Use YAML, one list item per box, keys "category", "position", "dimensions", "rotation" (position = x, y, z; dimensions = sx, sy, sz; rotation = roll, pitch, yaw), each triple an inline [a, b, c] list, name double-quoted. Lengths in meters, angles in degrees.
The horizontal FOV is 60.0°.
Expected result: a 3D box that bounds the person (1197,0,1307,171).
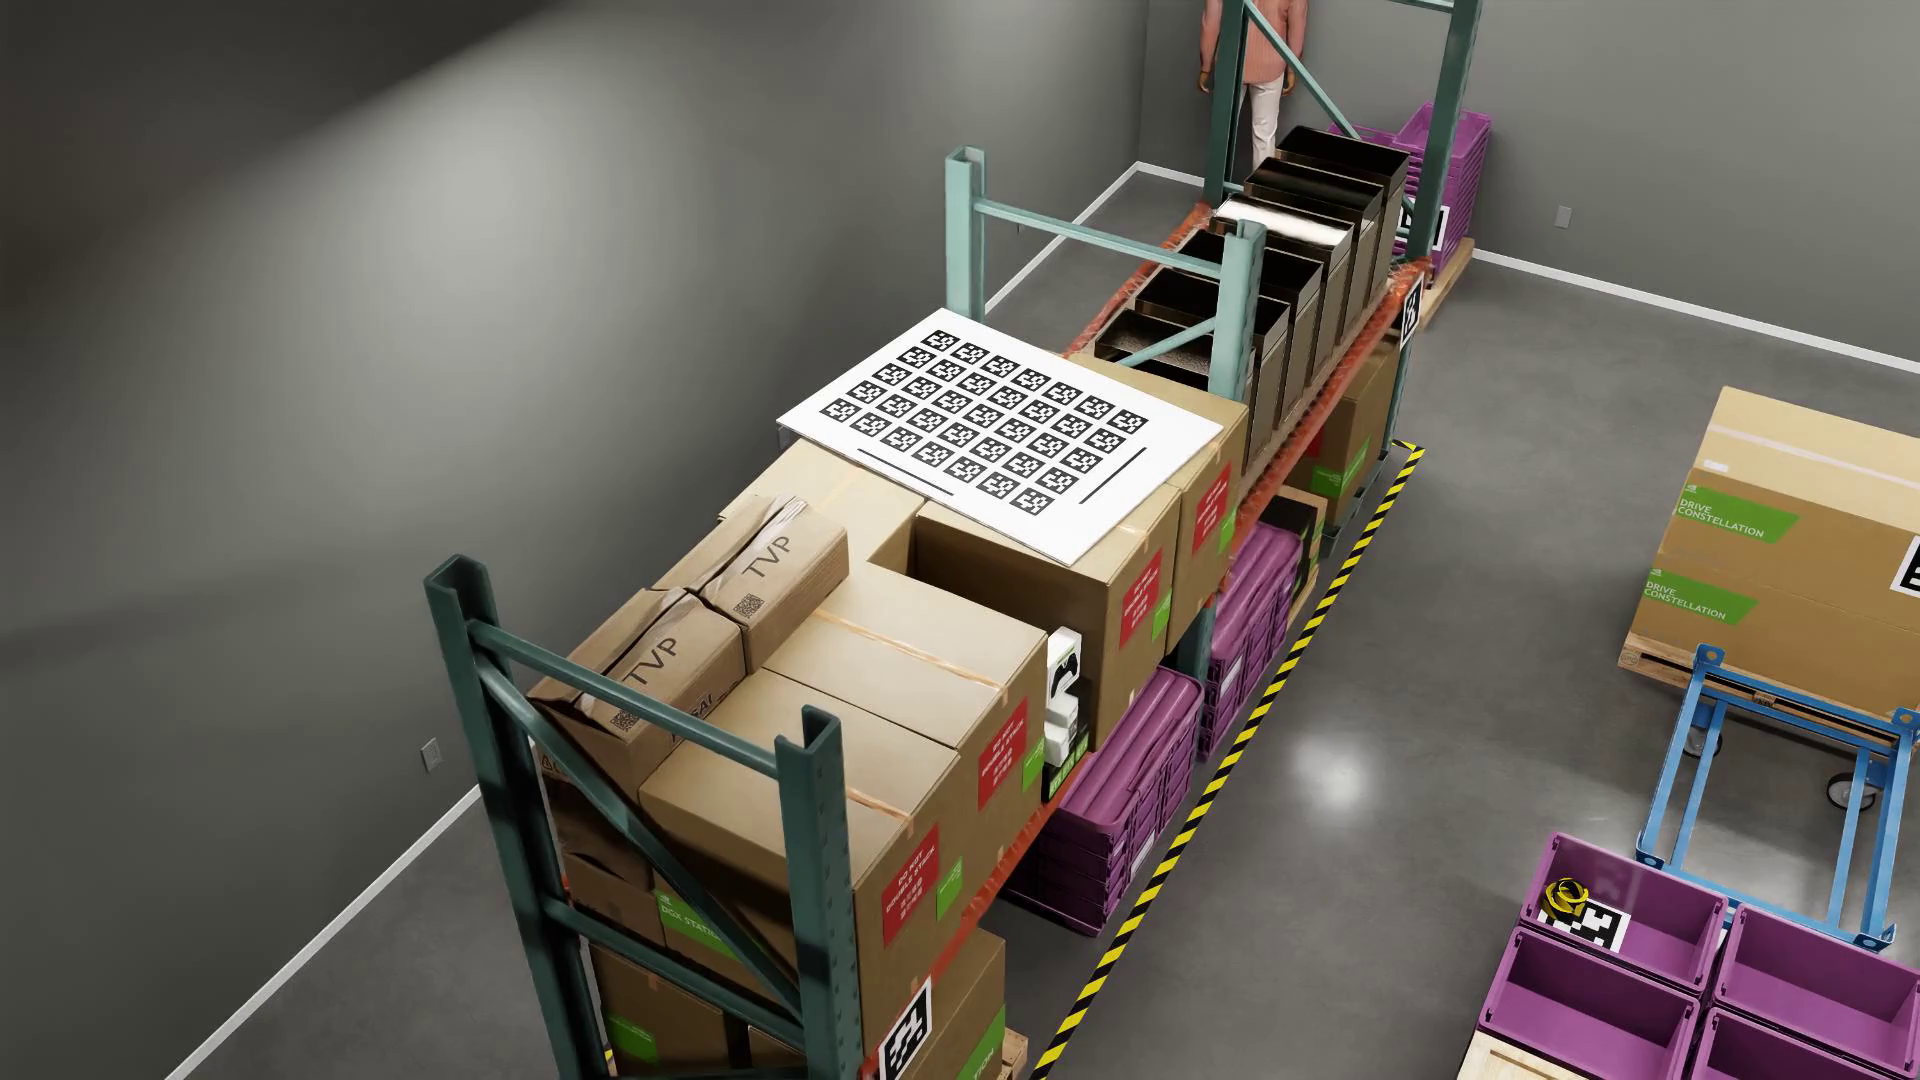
- category: "person"
  position: [1.727, -2.837, 9.934]
  dimensions: [0.610, 1.996, 0.384]
  rotation: [5, 40, 6]
